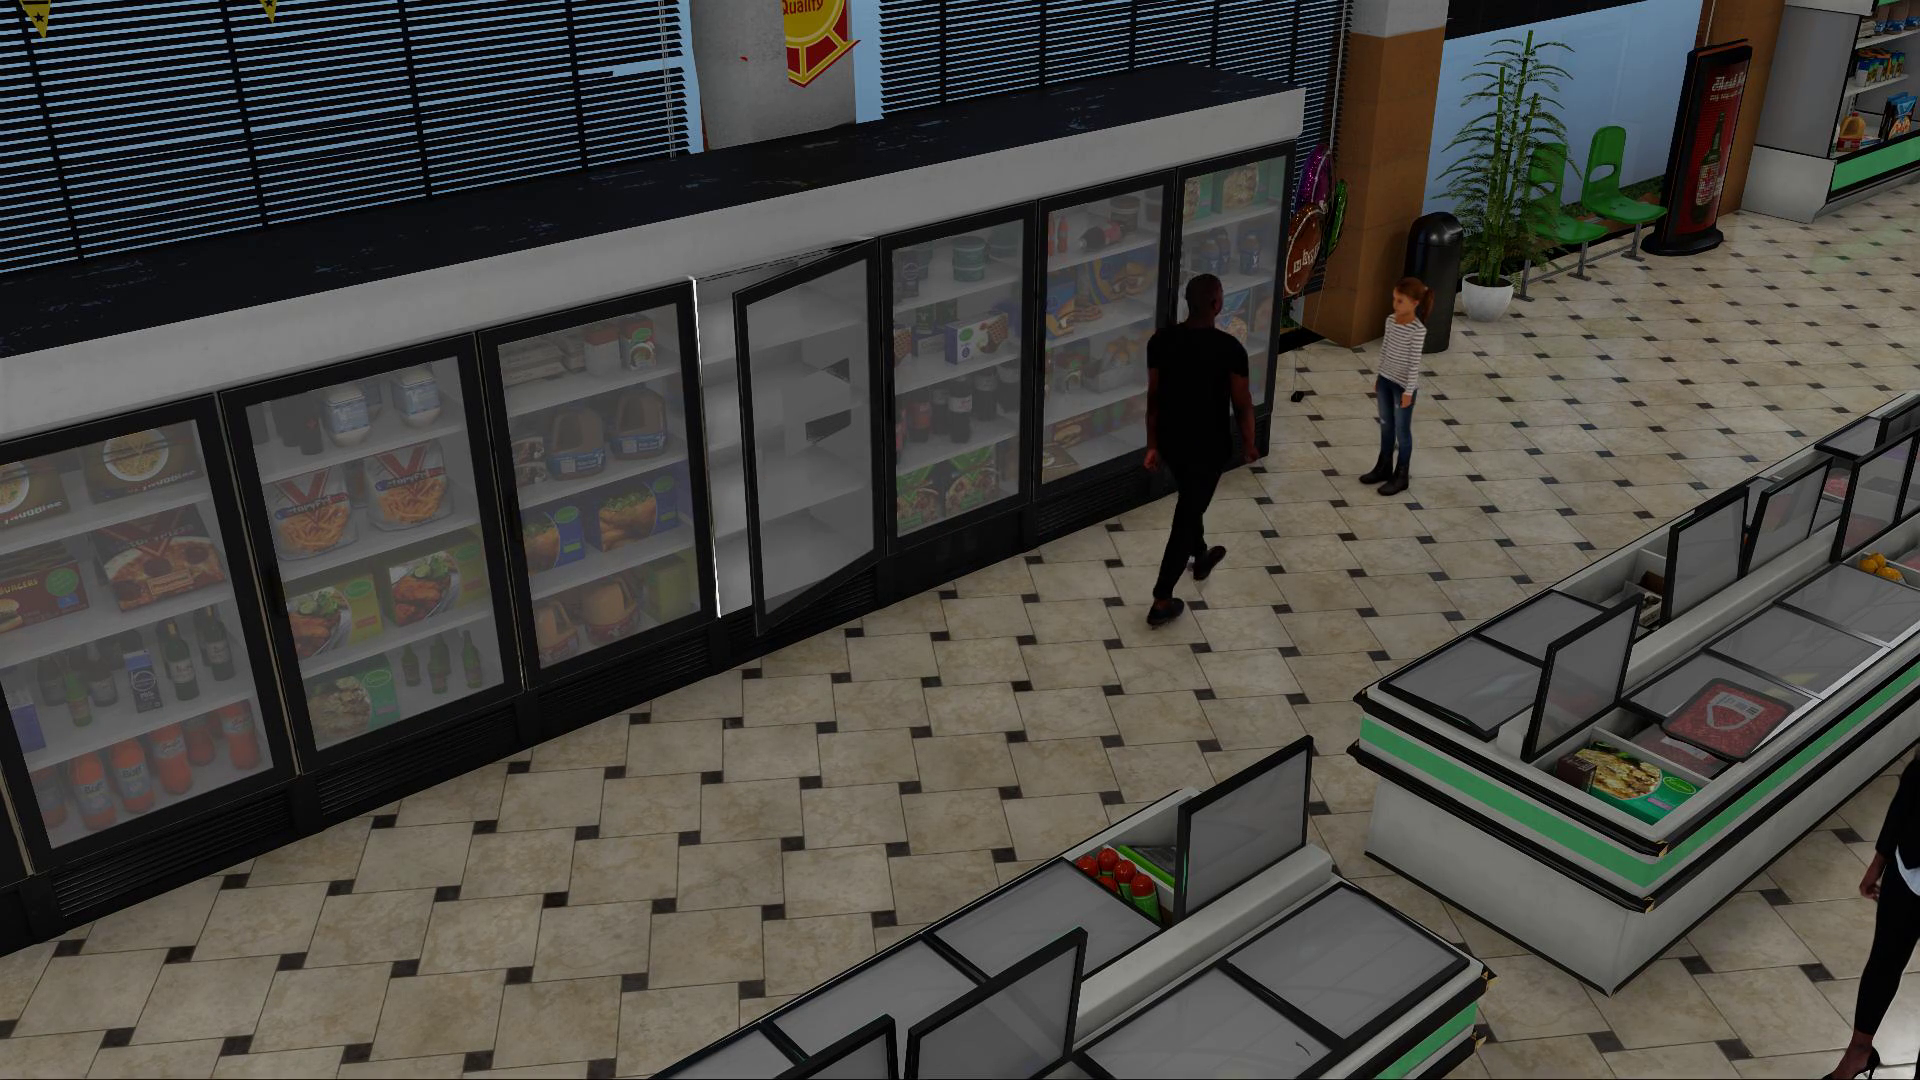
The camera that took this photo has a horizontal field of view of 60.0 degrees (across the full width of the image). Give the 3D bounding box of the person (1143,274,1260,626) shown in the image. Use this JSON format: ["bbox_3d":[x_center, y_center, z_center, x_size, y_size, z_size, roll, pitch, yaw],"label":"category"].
[{"bbox_3d":[1.118,-0.398,8.280,0.809,1.784,1.114,20,33,34],"label":"person"}]

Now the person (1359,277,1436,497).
[{"bbox_3d":[2.605,-0.918,9.827,0.546,1.312,0.529,-13,30,-24],"label":"person"}]

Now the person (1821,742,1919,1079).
[{"bbox_3d":[3.085,1.123,5.225,0.619,1.834,0.669,-11,29,-21],"label":"person"}]
